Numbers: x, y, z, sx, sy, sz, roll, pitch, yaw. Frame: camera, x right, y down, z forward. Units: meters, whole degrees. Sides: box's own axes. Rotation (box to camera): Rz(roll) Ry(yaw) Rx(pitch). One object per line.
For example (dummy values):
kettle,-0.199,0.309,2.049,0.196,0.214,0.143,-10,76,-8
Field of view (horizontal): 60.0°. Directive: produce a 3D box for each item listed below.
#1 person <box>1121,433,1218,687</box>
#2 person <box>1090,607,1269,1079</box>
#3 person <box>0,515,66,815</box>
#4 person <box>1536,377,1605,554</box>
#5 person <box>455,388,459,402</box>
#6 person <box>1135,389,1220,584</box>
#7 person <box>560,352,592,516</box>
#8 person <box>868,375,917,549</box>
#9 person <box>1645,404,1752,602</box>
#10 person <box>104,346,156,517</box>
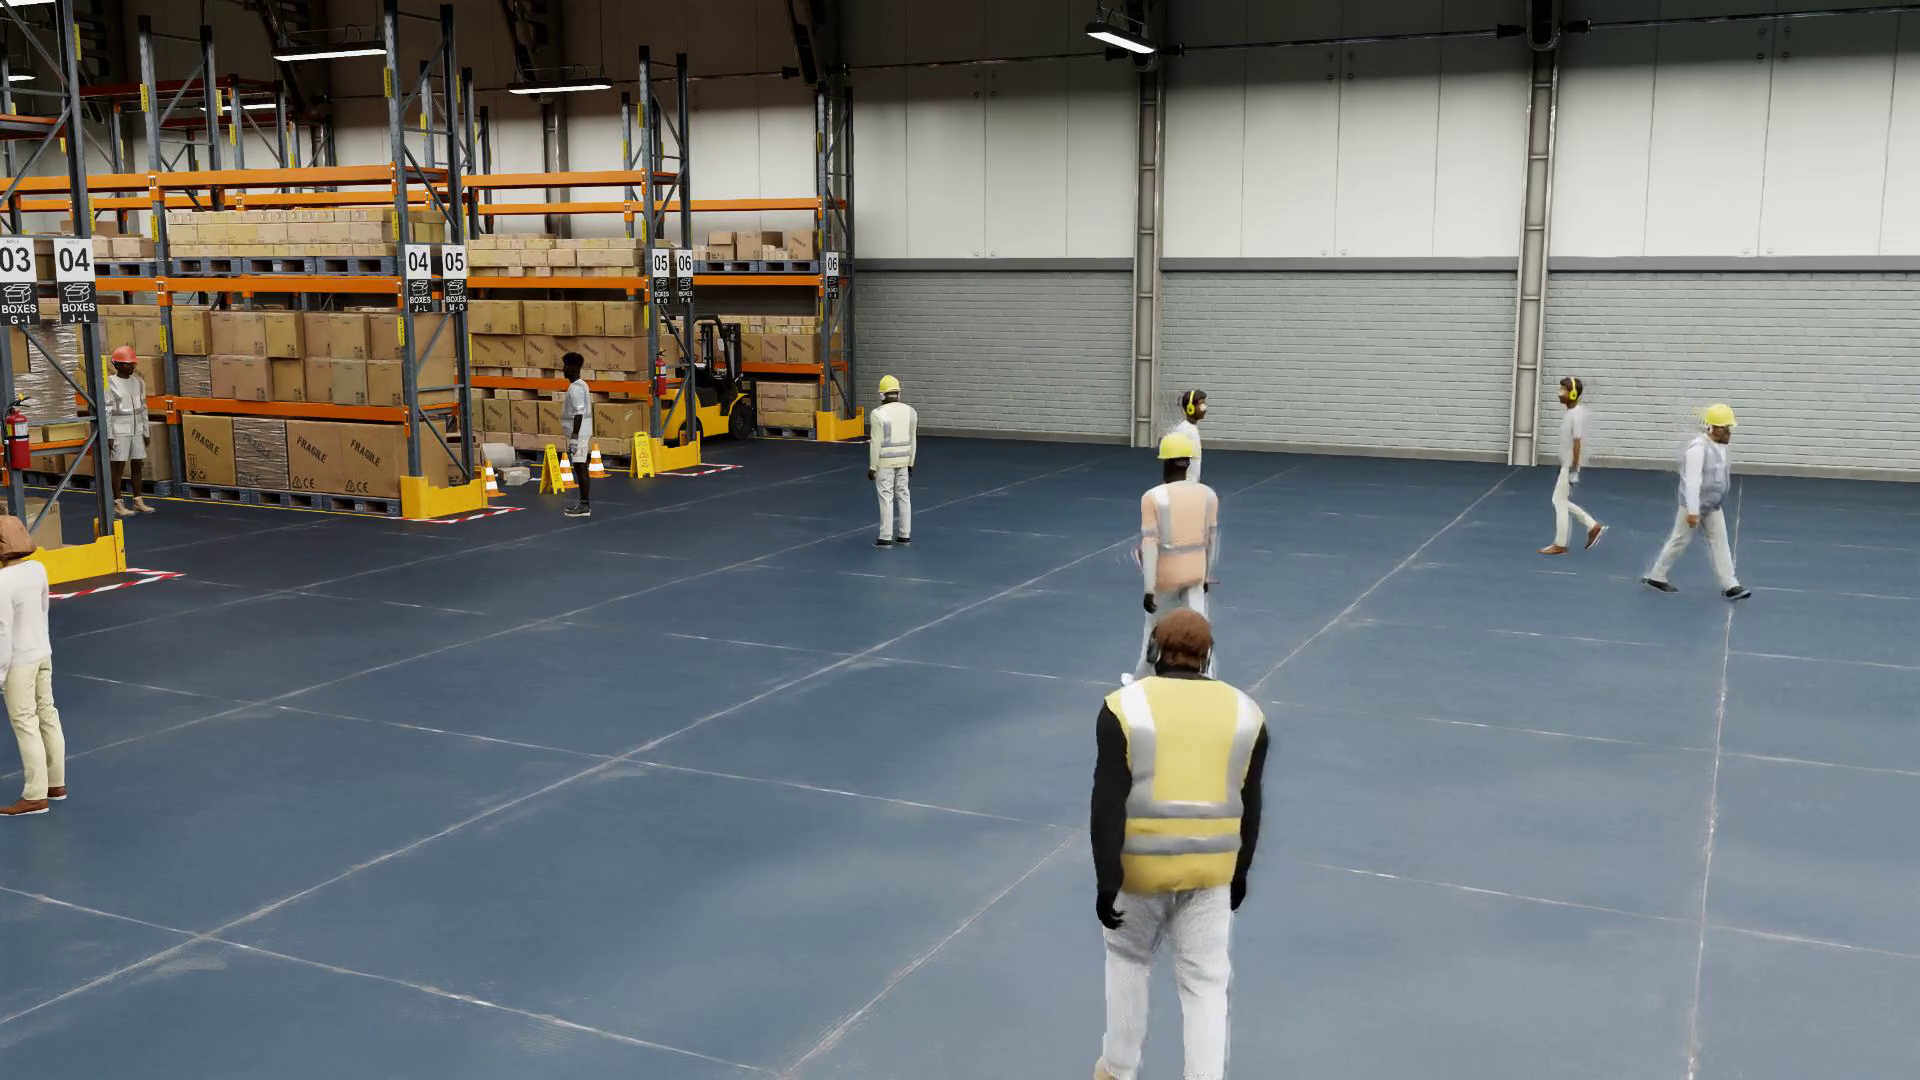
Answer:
person,1.424,0.227,11.033,0.615,1.868,1.005,-4,10,-23
person,0.733,1.141,5.732,0.655,1.782,0.781,-2,9,-10
person,-5.098,0.673,9.025,0.279,1.634,0.497,0,9,-1
person,6.319,-0.756,17.122,0.581,1.855,0.536,2,10,14
person,-8.649,-2.626,28.603,0.634,1.843,0.541,7,12,37
person,2.053,-0.488,15.520,0.705,1.851,0.512,2,10,13
person,-4.590,-1.266,19.902,0.367,1.966,0.606,-1,9,-9
person,-0.734,-0.825,17.612,0.602,1.828,0.404,-8,12,-40
person,6.616,-0.335,14.807,0.645,1.765,0.959,-7,12,-37
person,-9.934,-1.293,19.882,0.397,2.036,0.608,4,10,24
